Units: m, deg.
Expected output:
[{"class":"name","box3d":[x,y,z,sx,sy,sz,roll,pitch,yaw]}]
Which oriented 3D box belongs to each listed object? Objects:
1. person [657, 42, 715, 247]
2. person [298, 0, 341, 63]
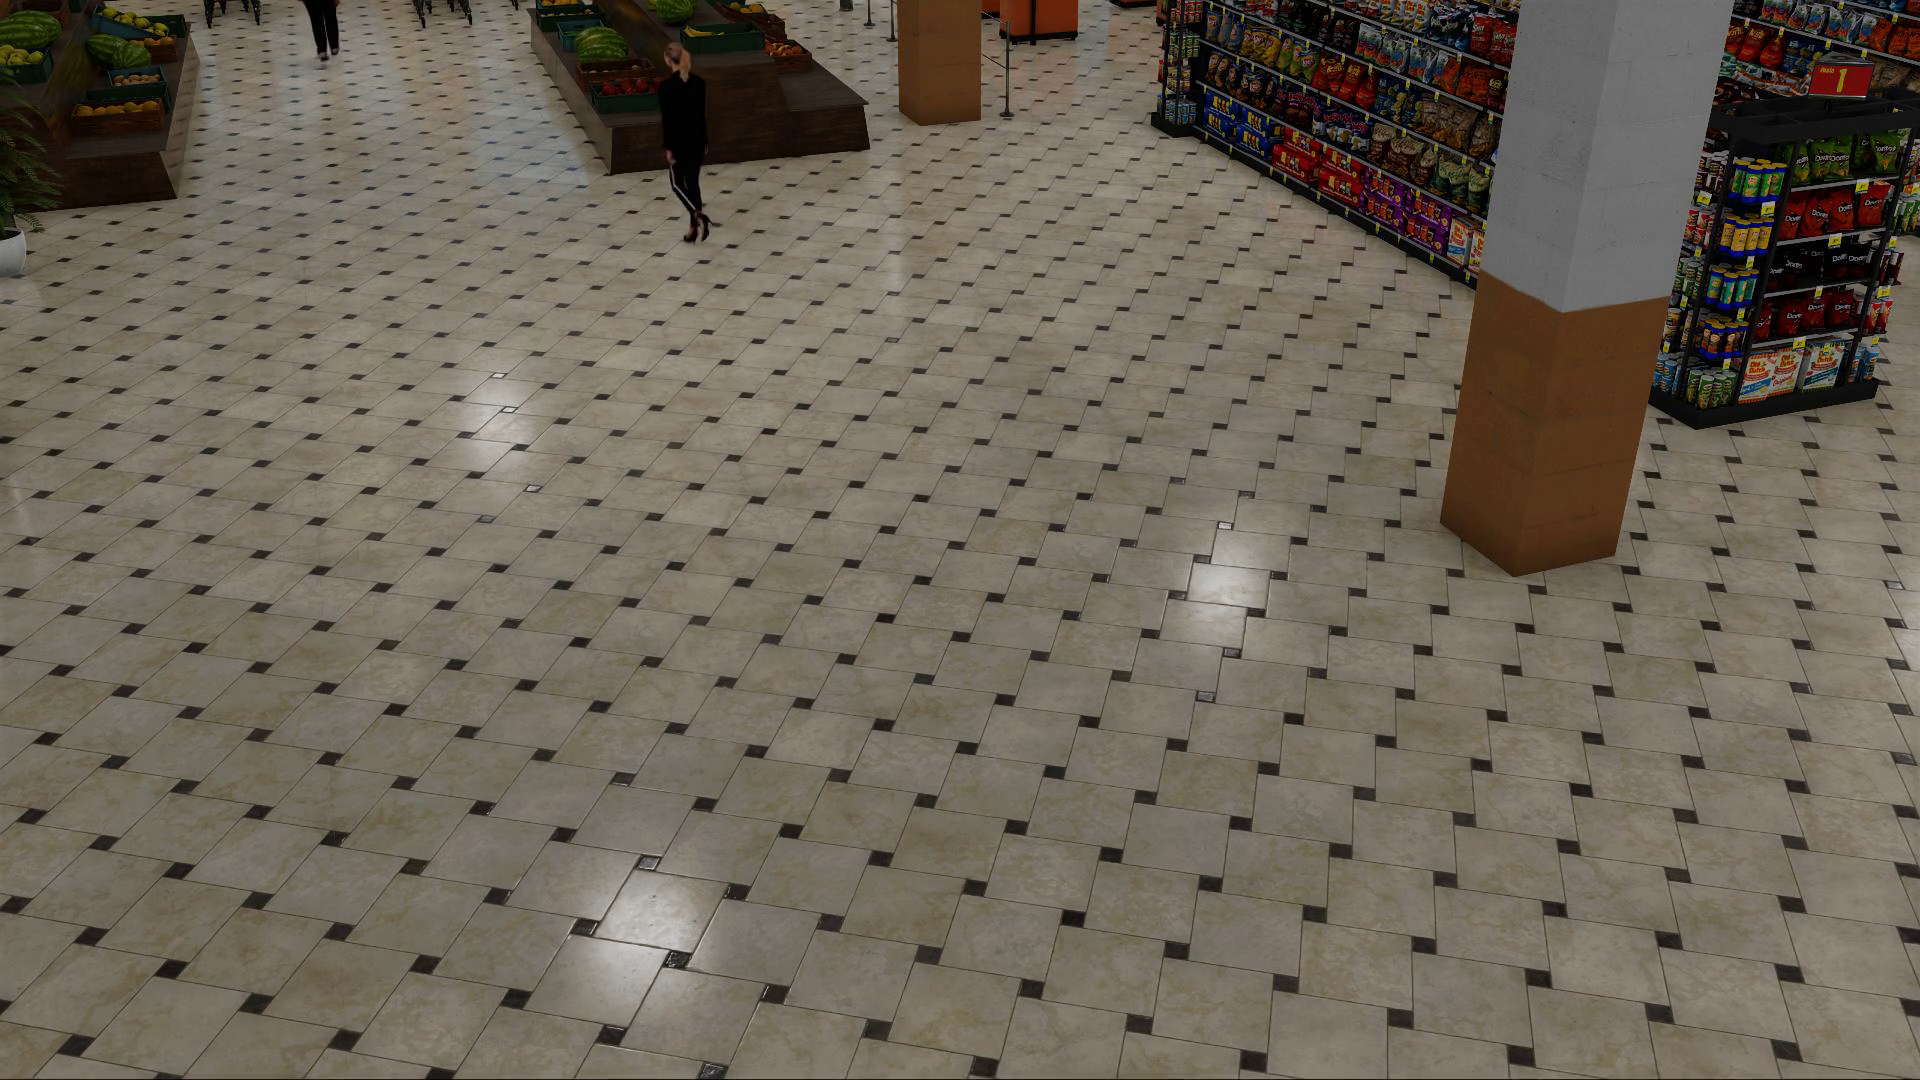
[{"class":"person","box3d":[-2.216,-3.213,13.716,0.759,1.689,0.889,-21,35,-33]},{"class":"person","box3d":[-7.665,-6.494,19.841,0.711,1.579,1.104,-7,29,-13]}]
